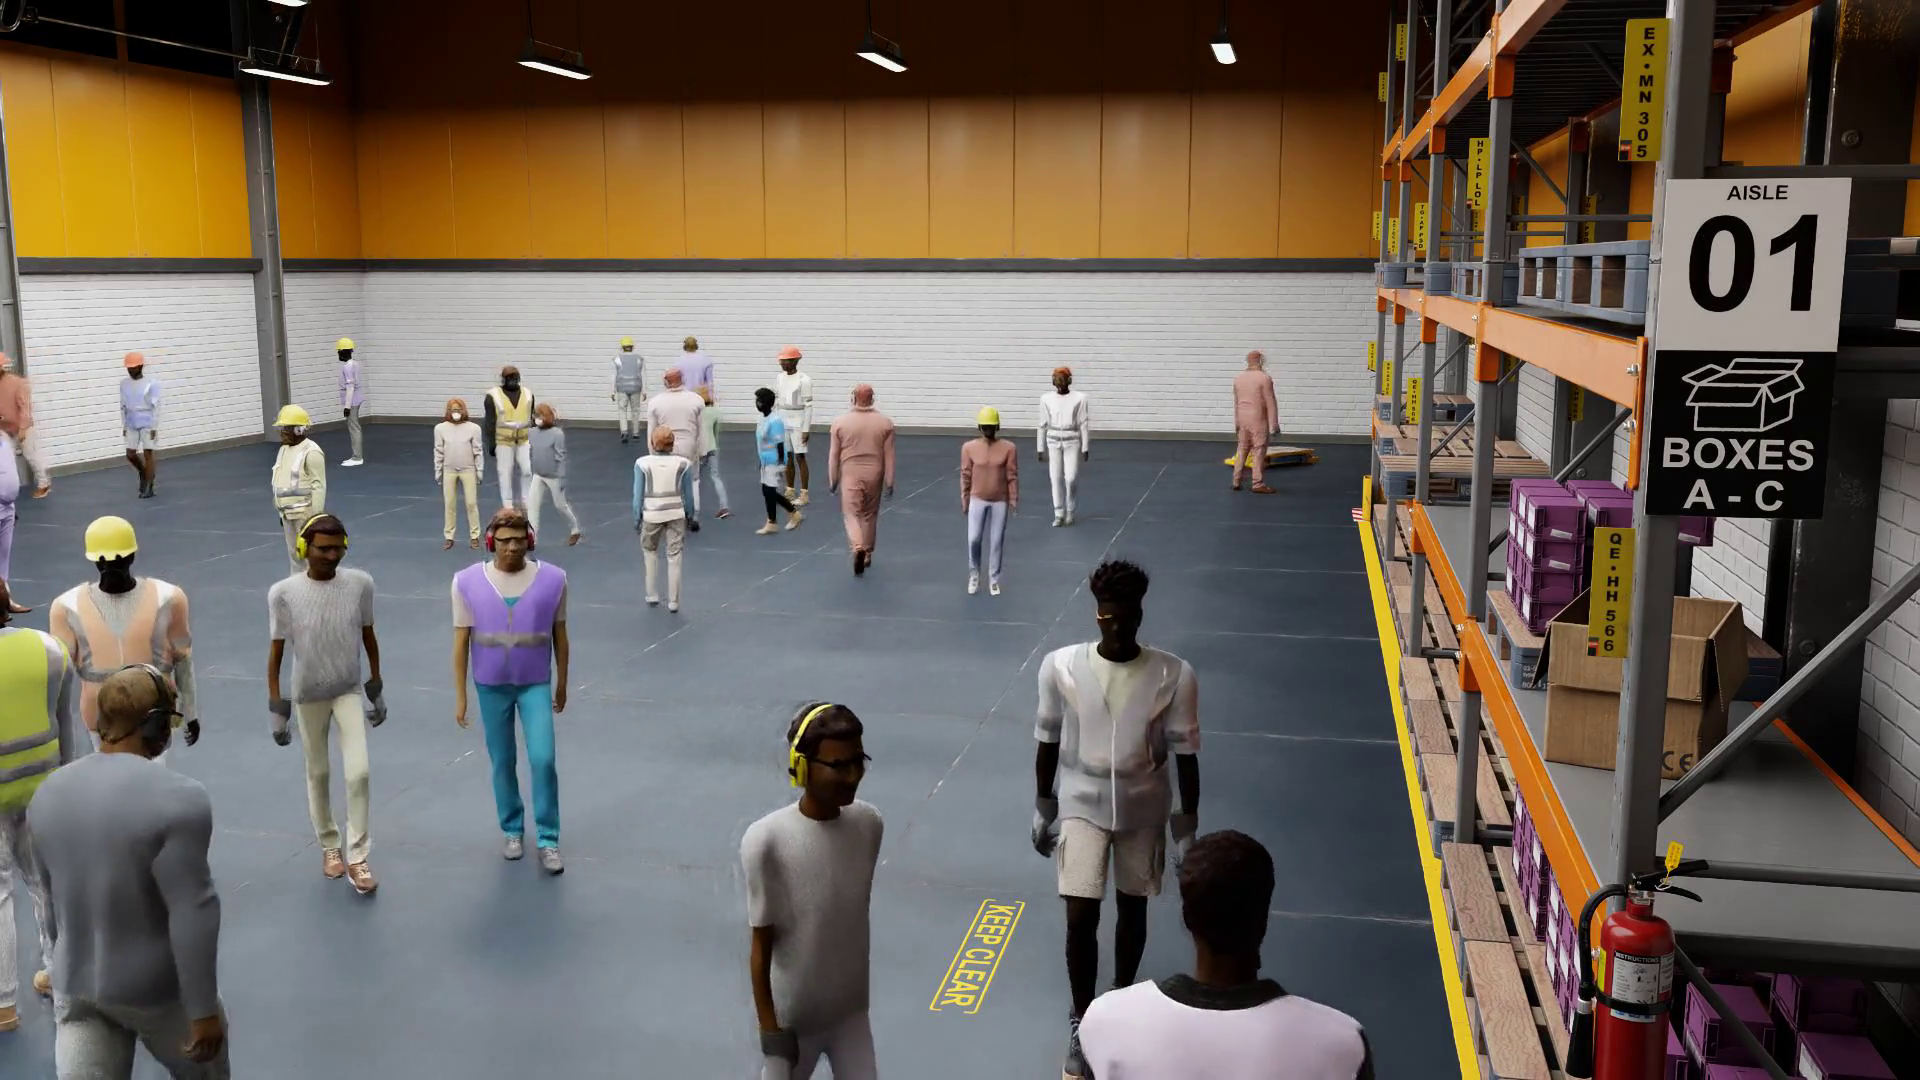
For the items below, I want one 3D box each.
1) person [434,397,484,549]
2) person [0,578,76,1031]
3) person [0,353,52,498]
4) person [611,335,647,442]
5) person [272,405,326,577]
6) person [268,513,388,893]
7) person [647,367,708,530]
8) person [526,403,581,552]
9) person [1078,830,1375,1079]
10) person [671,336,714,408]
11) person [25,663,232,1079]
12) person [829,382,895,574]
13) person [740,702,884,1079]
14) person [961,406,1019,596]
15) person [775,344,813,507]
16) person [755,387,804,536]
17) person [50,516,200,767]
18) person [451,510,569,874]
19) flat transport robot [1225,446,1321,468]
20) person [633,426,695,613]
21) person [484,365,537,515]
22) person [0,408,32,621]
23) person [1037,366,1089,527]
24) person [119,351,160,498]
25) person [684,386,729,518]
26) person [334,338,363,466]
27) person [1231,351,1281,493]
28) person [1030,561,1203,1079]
[{"bbox_3d":[-5.338,-0.710,17.751,0.506,1.628,0.277,-1,9,-5],"label":"person"},{"bbox_3d":[-3.846,1.023,6.650,0.429,1.841,0.634,5,11,27],"label":"person"},{"bbox_3d":[-12.100,-1.442,21.260,0.631,1.932,1.052,1,10,7],"label":"person"},{"bbox_3d":[-5.659,-2.584,28.432,0.601,1.833,0.430,-3,10,-17],"label":"person"},{"bbox_3d":[-5.694,-0.246,14.318,0.600,1.831,0.404,8,12,39],"label":"person"},{"bbox_3d":[-3.032,0.795,8.017,0.572,1.832,0.783,-5,11,-27],"label":"person"},{"bbox_3d":[-3.185,-1.010,18.754,0.671,1.881,0.557,-2,10,-11],"label":"person"},{"bbox_3d":[-4.361,-0.681,17.685,0.517,1.586,0.849,5,10,26],"label":"person"},{"bbox_3d":[0.561,1.519,3.487,0.629,1.897,0.629,3,10,17],"label":"person"},{"bbox_3d":[-4.162,-2.212,25.900,0.652,1.919,0.437,-1,10,-9],"label":"person"},{"bbox_3d":[-2.424,1.306,4.920,0.676,1.863,1.038,2,10,14],"label":"person"},{"bbox_3d":[-0.959,-0.616,16.415,0.652,1.878,0.812,-2,10,-11],"label":"person"},{"bbox_3d":[-0.448,1.344,4.773,0.510,1.831,0.888,-7,12,-38],"label":"person"},{"bbox_3d":[0.277,-0.350,15.198,0.531,1.756,0.421,0,9,-2],"label":"person"},{"bbox_3d":[-2.119,-1.433,20.844,0.614,2.040,0.391,9,13,43],"label":"person"},{"bbox_3d":[-2.057,-0.873,18.543,0.445,1.678,0.561,-5,10,-26],"label":"person"},{"bbox_3d":[-3.952,0.806,7.868,0.617,1.875,0.992,-3,10,-20],"label":"person"},{"bbox_3d":[-2.229,0.761,8.304,0.572,1.817,0.732,-2,10,-14],"label":"person"},{"bbox_3d":[4.742,-1.265,25.152,1.431,0.197,0.652,-7,12,-38],"label":"flat transport robot"},{"bbox_3d":[-2.614,-0.193,14.643,0.552,1.614,0.665,-3,10,-18],"label":"person"},{"bbox_3d":[-5.357,-1.172,19.939,0.644,1.828,0.530,-6,11,-31],"label":"person"},{"bbox_3d":[-8.252,-0.264,14.228,0.399,1.903,0.643,-1,9,-3],"label":"person"},{"bbox_3d":[1.176,-1.072,19.189,0.599,1.865,0.423,3,10,16],"label":"person"},{"bbox_3d":[-10.640,-1.498,21.633,0.545,1.918,0.495,0,9,2],"label":"person"},{"bbox_3d":[-3.052,-1.052,19.921,0.863,1.589,0.511,9,13,42],"label":"person"},{"bbox_3d":[-9.205,-2.071,25.071,0.381,1.932,0.596,-2,10,-14],"label":"person"},{"bbox_3d":[3.918,-1.559,22.132,0.417,1.875,0.792,-6,11,-32],"label":"person"},{"bbox_3d":[0.573,1.048,6.179,0.644,1.939,0.760,1,9,6],"label":"person"}]
